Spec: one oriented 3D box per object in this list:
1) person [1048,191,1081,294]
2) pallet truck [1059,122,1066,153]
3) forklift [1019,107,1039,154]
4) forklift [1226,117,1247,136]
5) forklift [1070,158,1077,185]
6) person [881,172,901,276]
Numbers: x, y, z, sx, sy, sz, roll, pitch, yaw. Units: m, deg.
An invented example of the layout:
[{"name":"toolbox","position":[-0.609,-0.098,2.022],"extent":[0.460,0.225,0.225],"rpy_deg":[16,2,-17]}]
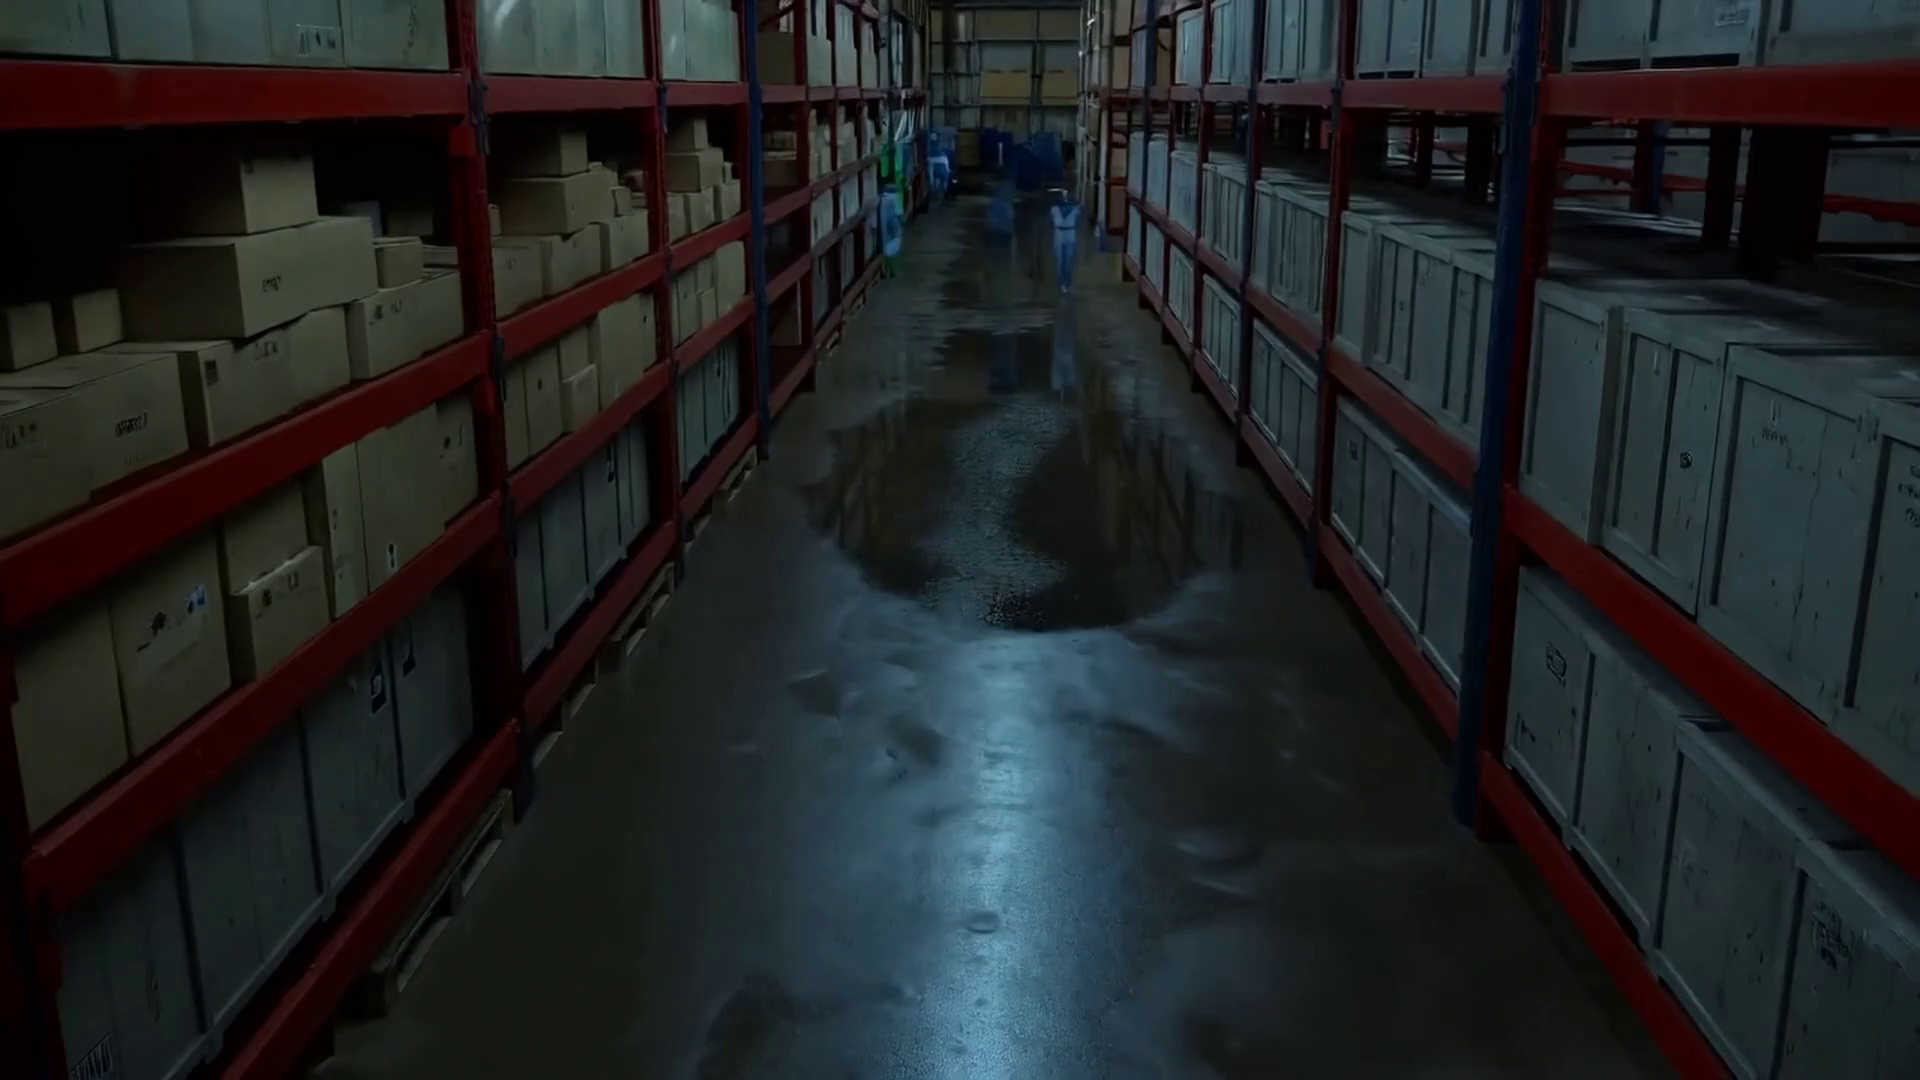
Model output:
[{"name":"person","position":[1.858,-5.311,29.621],"extent":[0.562,1.801,0.990],"rpy_deg":[2,15,7]},{"name":"pallet truck","position":[5.788,-21.111,88.014],"extent":[1.885,1.965,0.823],"rpy_deg":[5,16,18]},{"name":"forklift","position":[3.380,-19.688,81.045],"extent":[1.129,2.768,1.873],"rpy_deg":[-7,17,-24]},{"name":"forklift","position":[7.818,-10.305,46.131],"extent":[1.129,2.768,1.873],"rpy_deg":[0,15,2]},{"name":"forklift","position":[5.113,-14.440,61.520],"extent":[1.873,2.768,1.129],"rpy_deg":[10,18,33]},{"name":"person","position":[-1.359,-6.115,32.205],"extent":[0.440,2.005,0.668],"rpy_deg":[6,16,22]}]
